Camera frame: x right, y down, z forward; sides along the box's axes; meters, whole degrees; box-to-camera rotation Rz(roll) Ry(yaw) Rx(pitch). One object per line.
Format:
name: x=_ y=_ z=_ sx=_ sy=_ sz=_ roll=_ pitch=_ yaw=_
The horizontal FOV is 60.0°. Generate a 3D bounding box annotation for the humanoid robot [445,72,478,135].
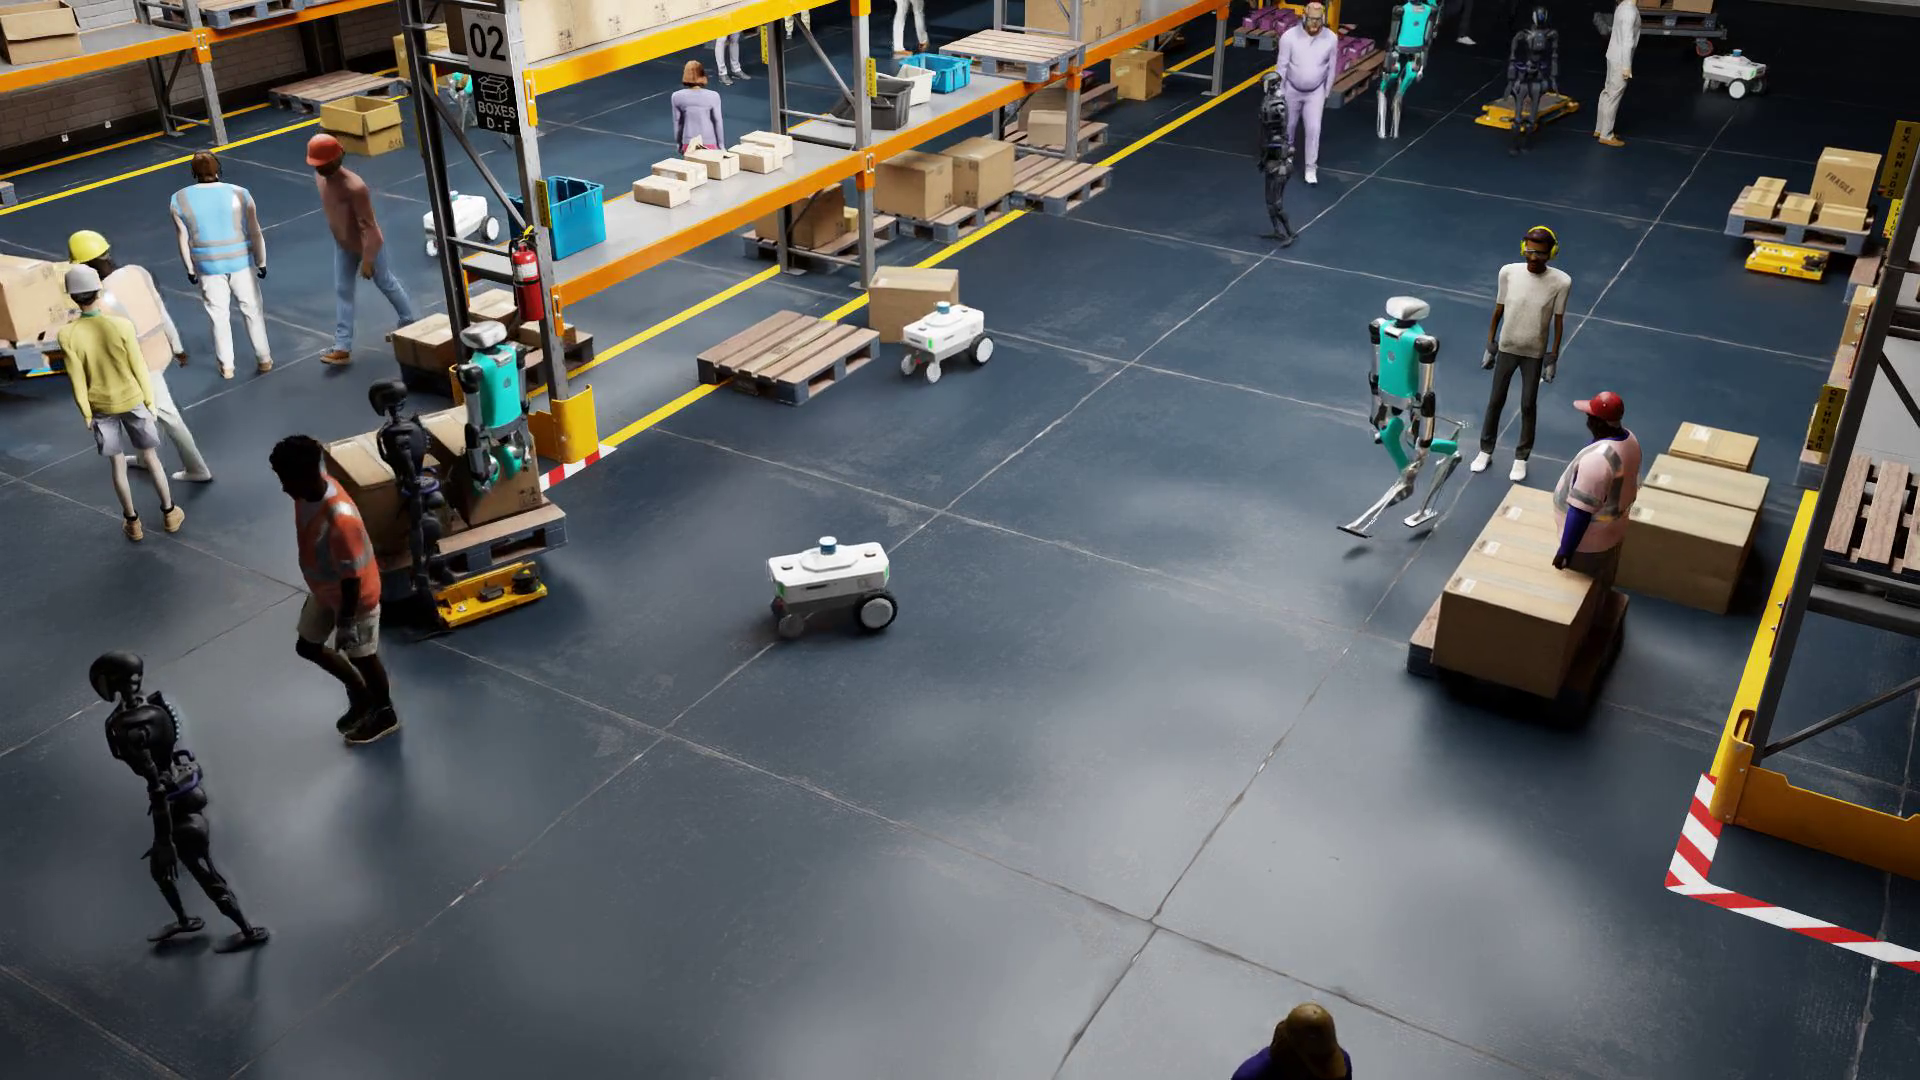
humanoid robot: x=-5.837 y=-5.599 z=19.437 sx=0.533 sy=1.860 sz=0.867 roll=17 pitch=34 yaw=28

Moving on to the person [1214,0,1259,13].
person: x=4.282 y=-8.817 z=25.068 sx=0.871 sy=1.706 sz=0.577 roll=-8 pitch=30 yaw=-14

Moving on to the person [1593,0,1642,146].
person: x=7.559 y=-5.484 z=18.991 sx=0.352 sy=1.898 sz=0.562 roll=4 pitch=30 yaw=8

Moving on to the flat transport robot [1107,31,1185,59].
flat transport robot: x=2.534 y=-6.886 z=23.122 sx=0.659 sy=0.231 sz=1.431 roll=17 pitch=34 yaw=27

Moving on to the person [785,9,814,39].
person: x=-2.323 y=-8.049 z=23.671 sx=0.559 sy=1.751 sz=0.323 roll=-9 pitch=31 yaw=-15

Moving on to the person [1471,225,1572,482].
person: x=3.931 y=-1.307 z=11.642 sx=0.510 sy=1.861 sz=0.319 roll=16 pitch=33 yaw=25

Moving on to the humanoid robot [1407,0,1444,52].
humanoid robot: x=6.366 y=-7.432 z=22.609 sx=0.537 sy=1.795 sz=0.773 roll=-3 pitch=30 yaw=-5

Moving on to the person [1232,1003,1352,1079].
person: x=1.110 y=2.189 z=5.704 sx=0.448 sy=1.606 sz=0.397 roll=-4 pitch=30 yaw=-8

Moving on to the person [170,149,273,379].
person: x=-5.840 y=-2.191 z=13.234 sx=0.627 sy=1.837 sz=0.429 roll=-12 pitch=32 yaw=-20

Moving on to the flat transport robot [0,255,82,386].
flat transport robot: x=-7.466 y=-1.535 z=13.658 sx=1.431 sy=0.231 sz=0.659 roll=-11 pitch=31 yaw=-18

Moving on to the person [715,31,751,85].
person: x=-3.009 y=-6.898 z=21.436 sx=0.417 sy=1.952 sz=0.498 roll=22 pitch=36 yaw=34

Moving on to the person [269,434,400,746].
person: x=-3.283 y=0.285 z=8.741 sx=0.463 sy=1.934 sz=0.664 roll=-23 pitch=37 yaw=-34

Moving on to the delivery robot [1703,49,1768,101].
delivery robot: x=9.830 y=-5.900 z=21.102 sx=0.520 sy=0.608 sz=0.779 roll=-21 pitch=36 yaw=-32

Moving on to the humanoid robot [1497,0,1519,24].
humanoid robot: x=8.170 y=-8.499 z=24.575 sx=0.601 sy=1.633 sz=0.708 roll=6 pitch=30 yaw=10

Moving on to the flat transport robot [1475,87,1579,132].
flat transport robot: x=6.890 y=-5.211 z=20.160 sx=0.659 sy=0.231 sz=1.431 roll=24 pitch=37 yaw=36

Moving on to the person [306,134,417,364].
person: x=-4.914 y=-2.392 z=13.510 sx=0.621 sy=1.900 sz=1.097 roll=15 pitch=33 yaw=24

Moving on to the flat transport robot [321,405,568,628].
flat transport robot: x=-3.284 y=0.104 z=10.758 sx=0.659 sy=0.231 sz=1.431 roll=-21 pitch=35 yaw=-32

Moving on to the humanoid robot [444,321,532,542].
humanoid robot: x=-3.003 y=-0.517 z=10.419 sx=0.648 sy=1.850 sz=0.538 roll=14 pitch=32 yaw=23

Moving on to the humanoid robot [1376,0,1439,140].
humanoid robot: x=5.060 y=-5.460 z=19.137 sx=0.532 sy=1.815 sz=0.691 roll=-3 pitch=30 yaw=-6

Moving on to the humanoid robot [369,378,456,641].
humanoid robot: x=-3.187 y=-0.192 z=9.882 sx=0.385 sy=1.649 sz=0.593 roll=-11 pitch=31 yaw=-19

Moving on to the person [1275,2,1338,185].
person: x=3.670 y=-4.745 z=17.715 sx=0.659 sy=1.866 sz=0.957 roll=2 pitch=30 yaw=3

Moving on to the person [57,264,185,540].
person: x=-5.501 y=-0.880 z=10.861 sx=0.474 sy=1.884 sz=0.397 roll=-13 pitch=32 yaw=-22

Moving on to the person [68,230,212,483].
person: x=-5.754 y=-1.245 z=11.505 sx=0.855 sy=1.878 sz=0.616 roll=4 pitch=30 yaw=7

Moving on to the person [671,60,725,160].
person: x=-2.583 y=-3.924 z=16.503 sx=0.498 sy=1.629 sz=0.288 roll=3 pitch=30 yaw=5

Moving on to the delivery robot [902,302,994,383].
delivery robot: x=-0.118 y=-1.648 z=13.584 sx=0.499 sy=0.612 sz=0.815 roll=23 pitch=37 yaw=35

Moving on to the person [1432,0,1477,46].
person: x=7.051 y=-7.909 z=23.345 sx=0.543 sy=1.829 sz=0.639 roll=-24 pitch=37 yaw=-36

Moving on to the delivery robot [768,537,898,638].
delivery robot: x=-0.785 y=0.252 z=10.185 sx=0.754 sy=0.575 sz=0.499 roll=-9 pitch=31 yaw=-15

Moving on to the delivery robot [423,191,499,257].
delivery robot: x=-4.863 y=-3.075 z=16.100 sx=0.499 sy=0.604 sz=0.807 roll=8 pitch=30 yaw=13

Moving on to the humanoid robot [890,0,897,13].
humanoid robot: x=-0.953 y=-8.814 z=25.113 sx=0.589 sy=1.634 sz=0.565 roll=-3 pitch=30 yaw=-5

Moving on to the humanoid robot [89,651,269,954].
humanoid robot: x=-3.540 y=1.197 z=7.406 sx=0.593 sy=1.639 sz=0.584 roll=-14 pitch=32 yaw=-23

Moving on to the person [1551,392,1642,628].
person: x=3.577 y=-0.039 z=9.517 sx=0.418 sy=1.747 sz=0.599 roll=22 pitch=36 yaw=34

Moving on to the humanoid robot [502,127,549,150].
humanoid robot: x=-5.046 y=-5.337 z=18.944 sx=0.552 sy=1.825 sz=0.905 roll=19 pitch=34 yaw=29

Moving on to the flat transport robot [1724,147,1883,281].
flat transport robot: x=8.013 y=-2.835 z=15.957 sx=0.659 sy=0.231 sz=1.431 roll=16 pitch=33 yaw=27

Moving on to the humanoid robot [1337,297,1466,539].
humanoid robot: x=2.962 y=-0.777 z=10.827 sx=1.028 sy=1.731 sz=0.562 roll=-17 pitch=34 yaw=-27

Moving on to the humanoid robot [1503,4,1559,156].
humanoid robot: x=6.395 y=-5.131 z=18.589 sx=0.600 sy=1.657 sz=0.345 roll=-2 pitch=30 yaw=-4

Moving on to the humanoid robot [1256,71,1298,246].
humanoid robot: x=3.061 y=-3.682 z=16.025 sx=0.440 sy=1.634 sz=0.608 roll=-7 pitch=30 yaw=-12

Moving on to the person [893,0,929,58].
person: x=-0.688 y=-7.610 z=22.758 sx=0.646 sy=1.877 sz=0.953 roll=18 pitch=34 yaw=28
